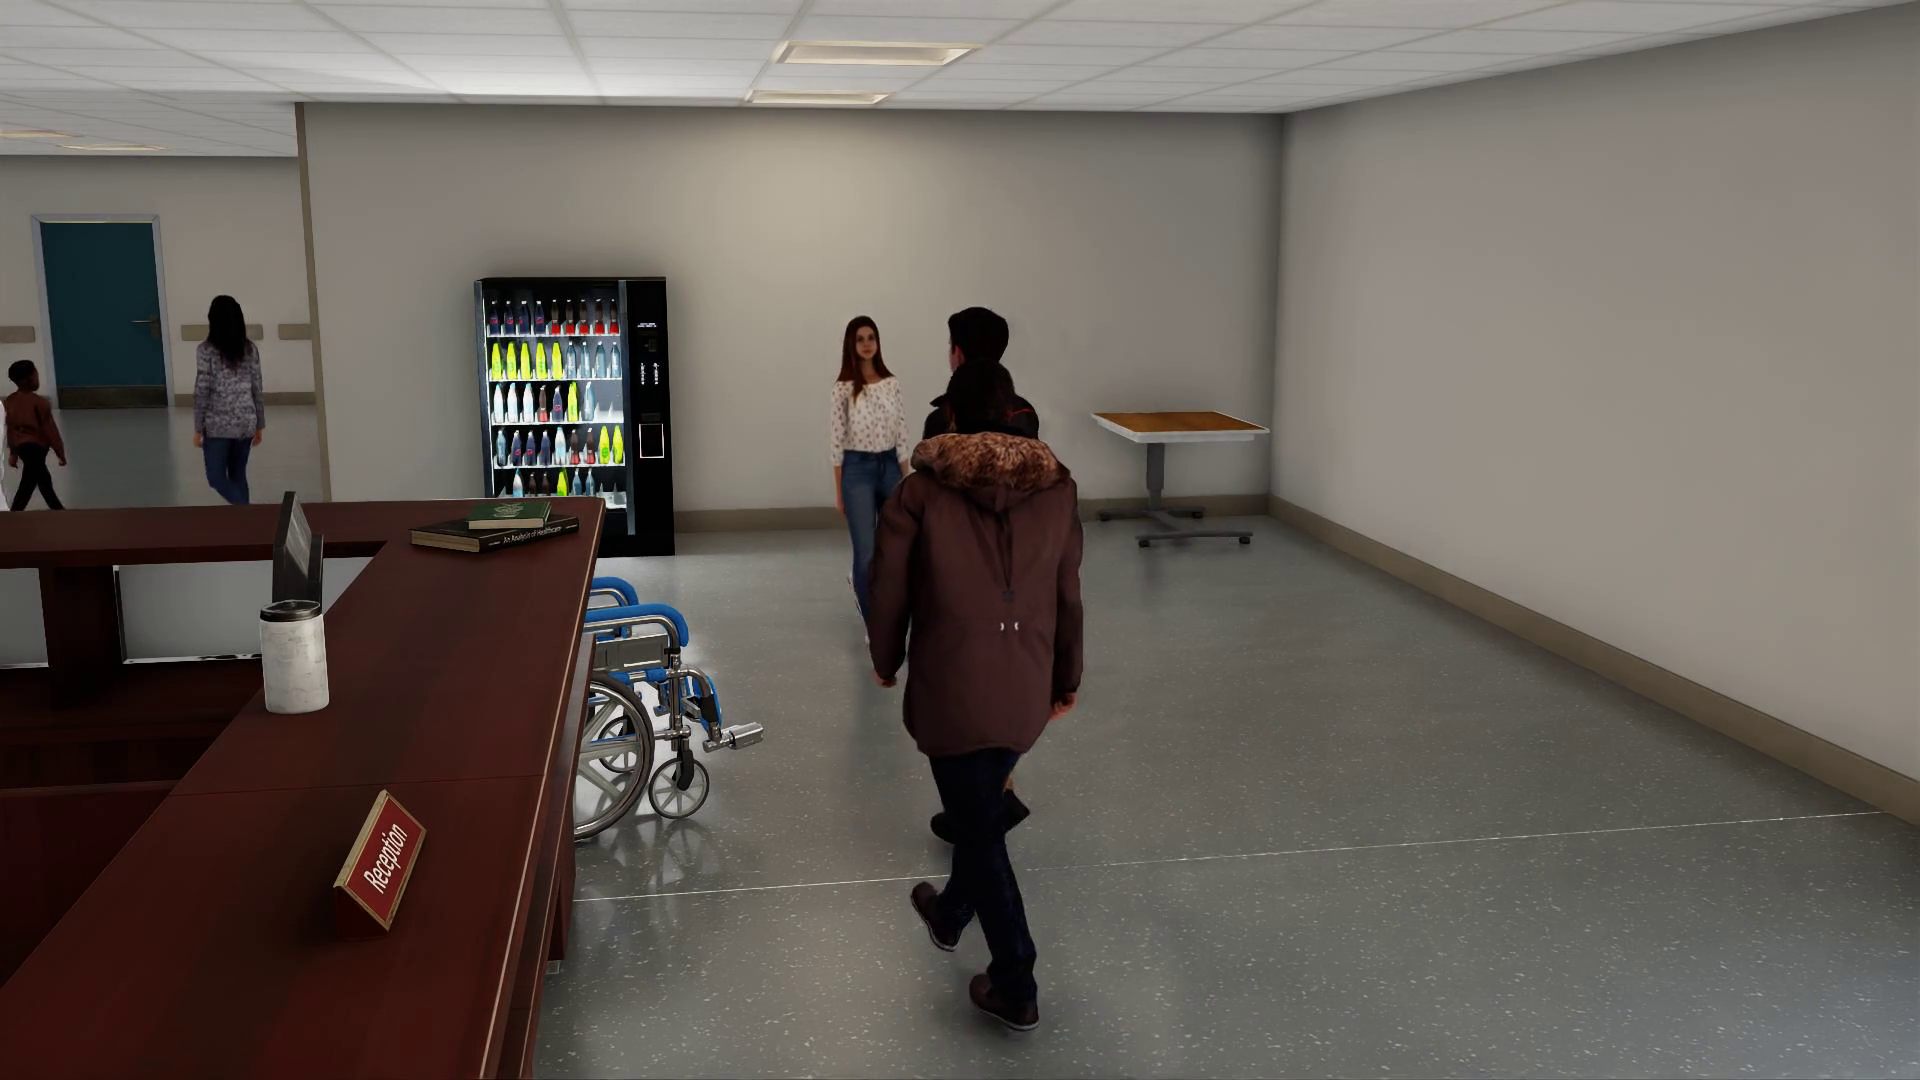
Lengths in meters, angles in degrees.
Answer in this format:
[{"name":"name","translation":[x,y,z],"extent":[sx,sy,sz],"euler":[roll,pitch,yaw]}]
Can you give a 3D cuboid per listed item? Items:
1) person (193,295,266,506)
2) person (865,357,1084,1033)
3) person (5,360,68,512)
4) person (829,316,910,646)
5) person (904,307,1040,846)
[{"name":"person","translation":[-4.828,-0.747,11.057],"extent":[1.051,1.717,0.997],"euler":[8,13,36]},{"name":"person","translation":[0.094,0.451,4.522],"extent":[1.086,1.800,1.004],"euler":[-6,12,-27]},{"name":"person","translation":[-6.601,-0.624,11.740],"extent":[0.925,1.221,0.876],"euler":[4,11,20]},{"name":"person","translation":[-0.488,-0.310,8.748],"extent":[0.928,1.718,0.802],"euler":[-5,12,-25]},{"name":"person","translation":[0.100,0.187,5.611],"extent":[0.919,1.913,0.956],"euler":[-8,14,-37]}]
